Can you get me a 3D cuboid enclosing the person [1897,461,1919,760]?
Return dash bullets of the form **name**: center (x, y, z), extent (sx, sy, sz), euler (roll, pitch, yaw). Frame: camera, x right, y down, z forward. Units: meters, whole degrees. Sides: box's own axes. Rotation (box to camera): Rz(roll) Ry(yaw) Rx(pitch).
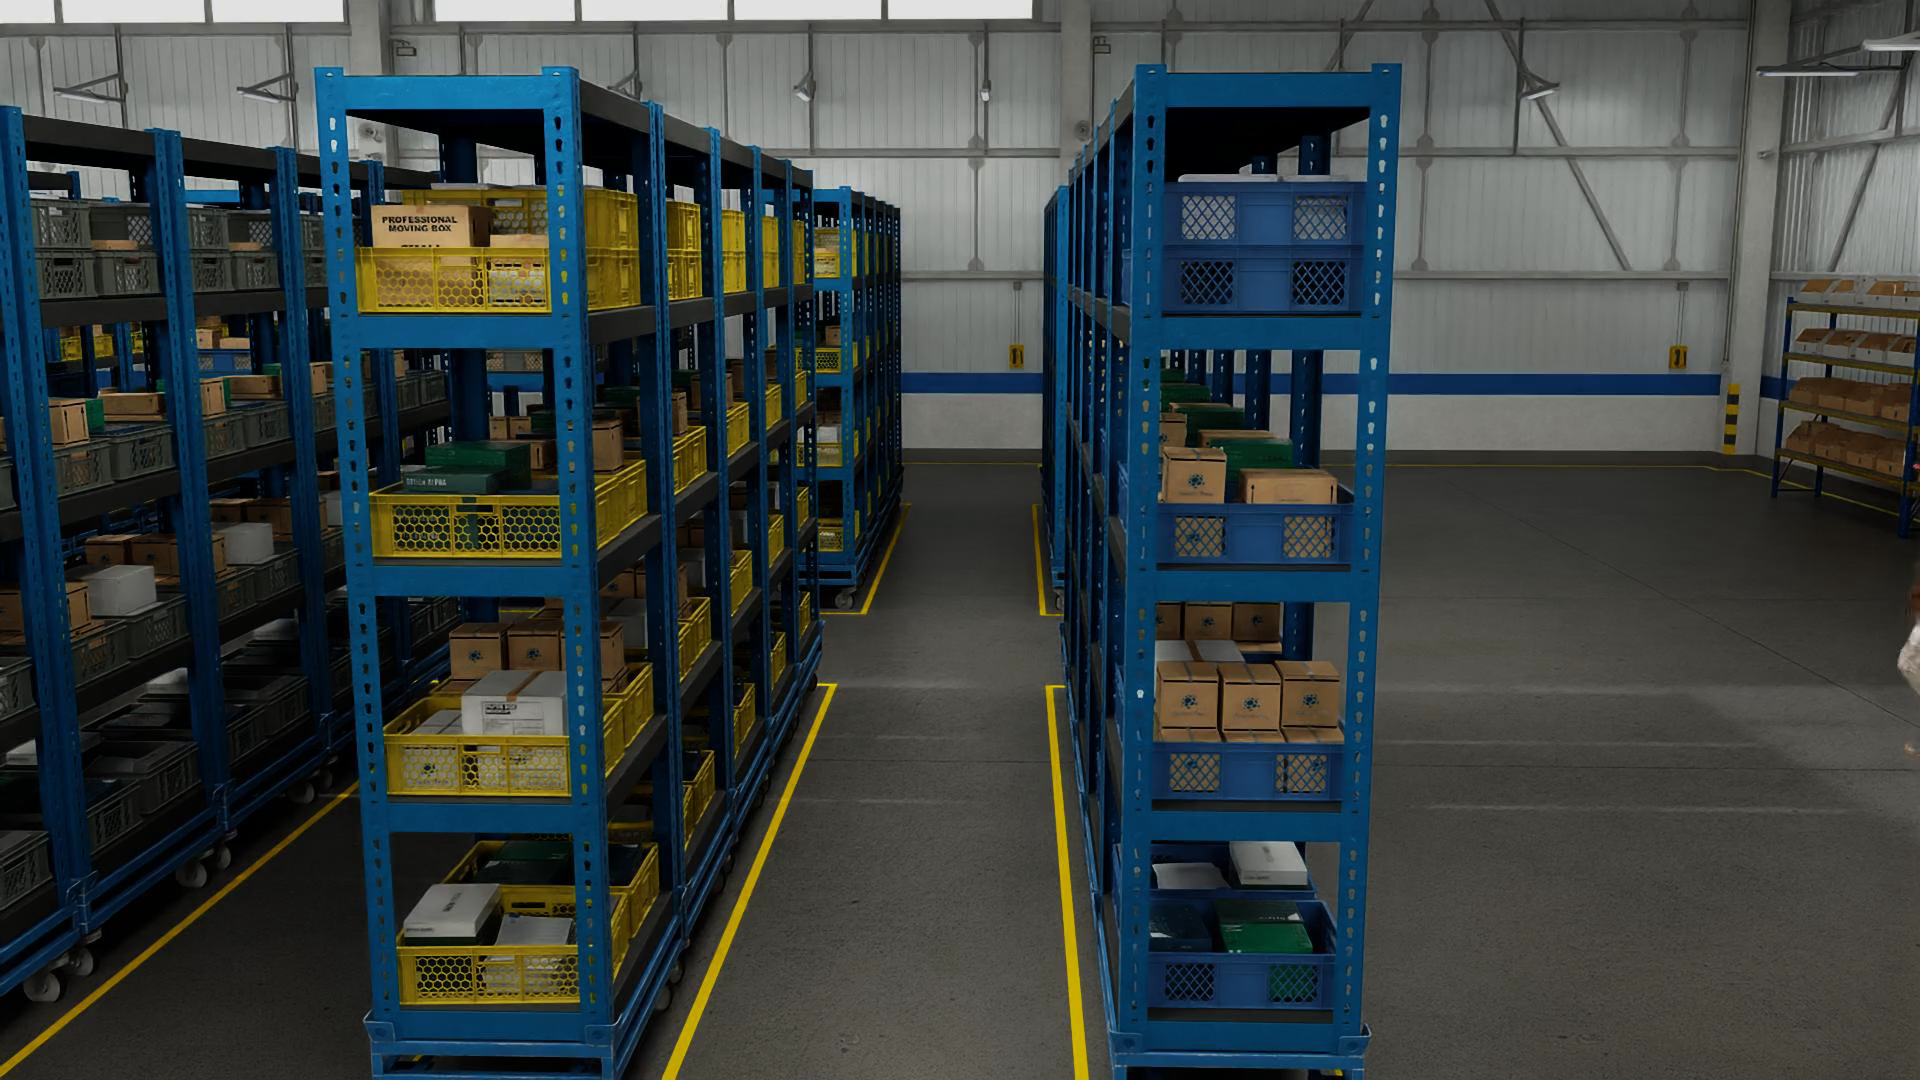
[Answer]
- **person**: center (5.873, 0.364, 9.940), extent (0.468, 1.972, 0.637), euler (6, 11, 30)
